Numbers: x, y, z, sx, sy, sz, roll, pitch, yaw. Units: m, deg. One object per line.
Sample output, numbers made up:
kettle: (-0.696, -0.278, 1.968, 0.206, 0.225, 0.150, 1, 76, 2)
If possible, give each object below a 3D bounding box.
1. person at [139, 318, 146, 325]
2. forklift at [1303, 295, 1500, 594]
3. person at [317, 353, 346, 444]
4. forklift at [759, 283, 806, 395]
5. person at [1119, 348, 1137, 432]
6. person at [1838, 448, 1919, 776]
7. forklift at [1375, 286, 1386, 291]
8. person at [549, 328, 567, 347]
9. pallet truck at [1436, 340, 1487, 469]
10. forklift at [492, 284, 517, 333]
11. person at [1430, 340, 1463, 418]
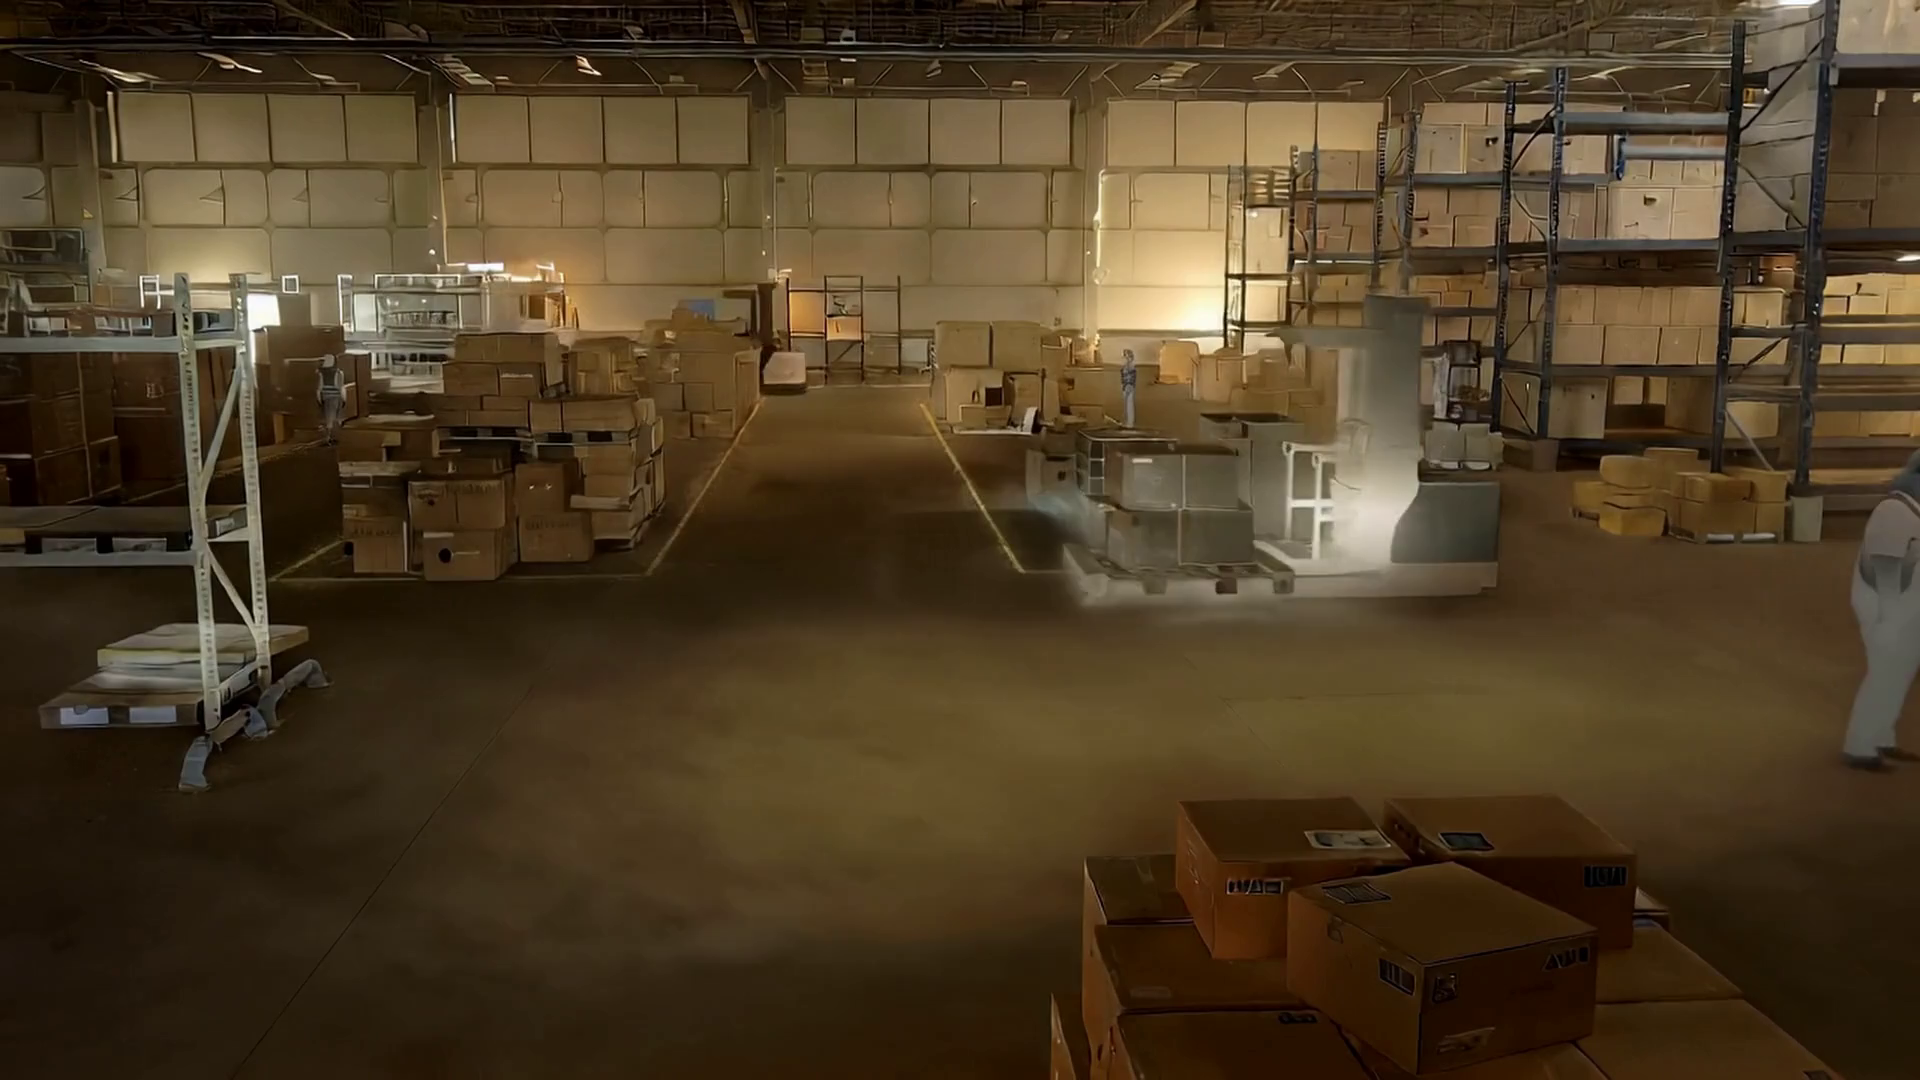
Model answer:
person: (-23.358, -5.494, 47.485, 0.364, 1.936, 0.635, -9, 13, -43)
forklift: (4.148, -0.951, 16.003, 1.873, 2.768, 1.129, -1, 9, -4)
person: (-11.229, -2.520, 29.741, 0.514, 1.640, 0.310, 1, 9, 8)
forklift: (-4.843, -5.061, 41.810, 1.873, 2.768, 1.129, -1, 9, -4)
person: (3.229, -2.853, 31.826, 0.309, 1.641, 0.514, 0, 9, -2)
person: (5.730, 0.407, 10.104, 0.541, 2.000, 0.713, 7, 12, 38)
forklift: (9.173, -4.146, 36.062, 1.873, 2.768, 1.129, -1, 9, -4)
person: (-8.425, -3.443, 34.592, 0.637, 1.938, 0.355, 1, 9, 6)
pallet truck: (8.004, -2.170, 26.422, 0.823, 1.965, 1.885, 2, 9, 14)
forklift: (-9.921, -4.219, 36.520, 1.873, 2.768, 1.129, -1, 9, -4)
person: (8.937, -2.765, 30.654, 0.626, 1.842, 0.429, -3, 10, -19)
